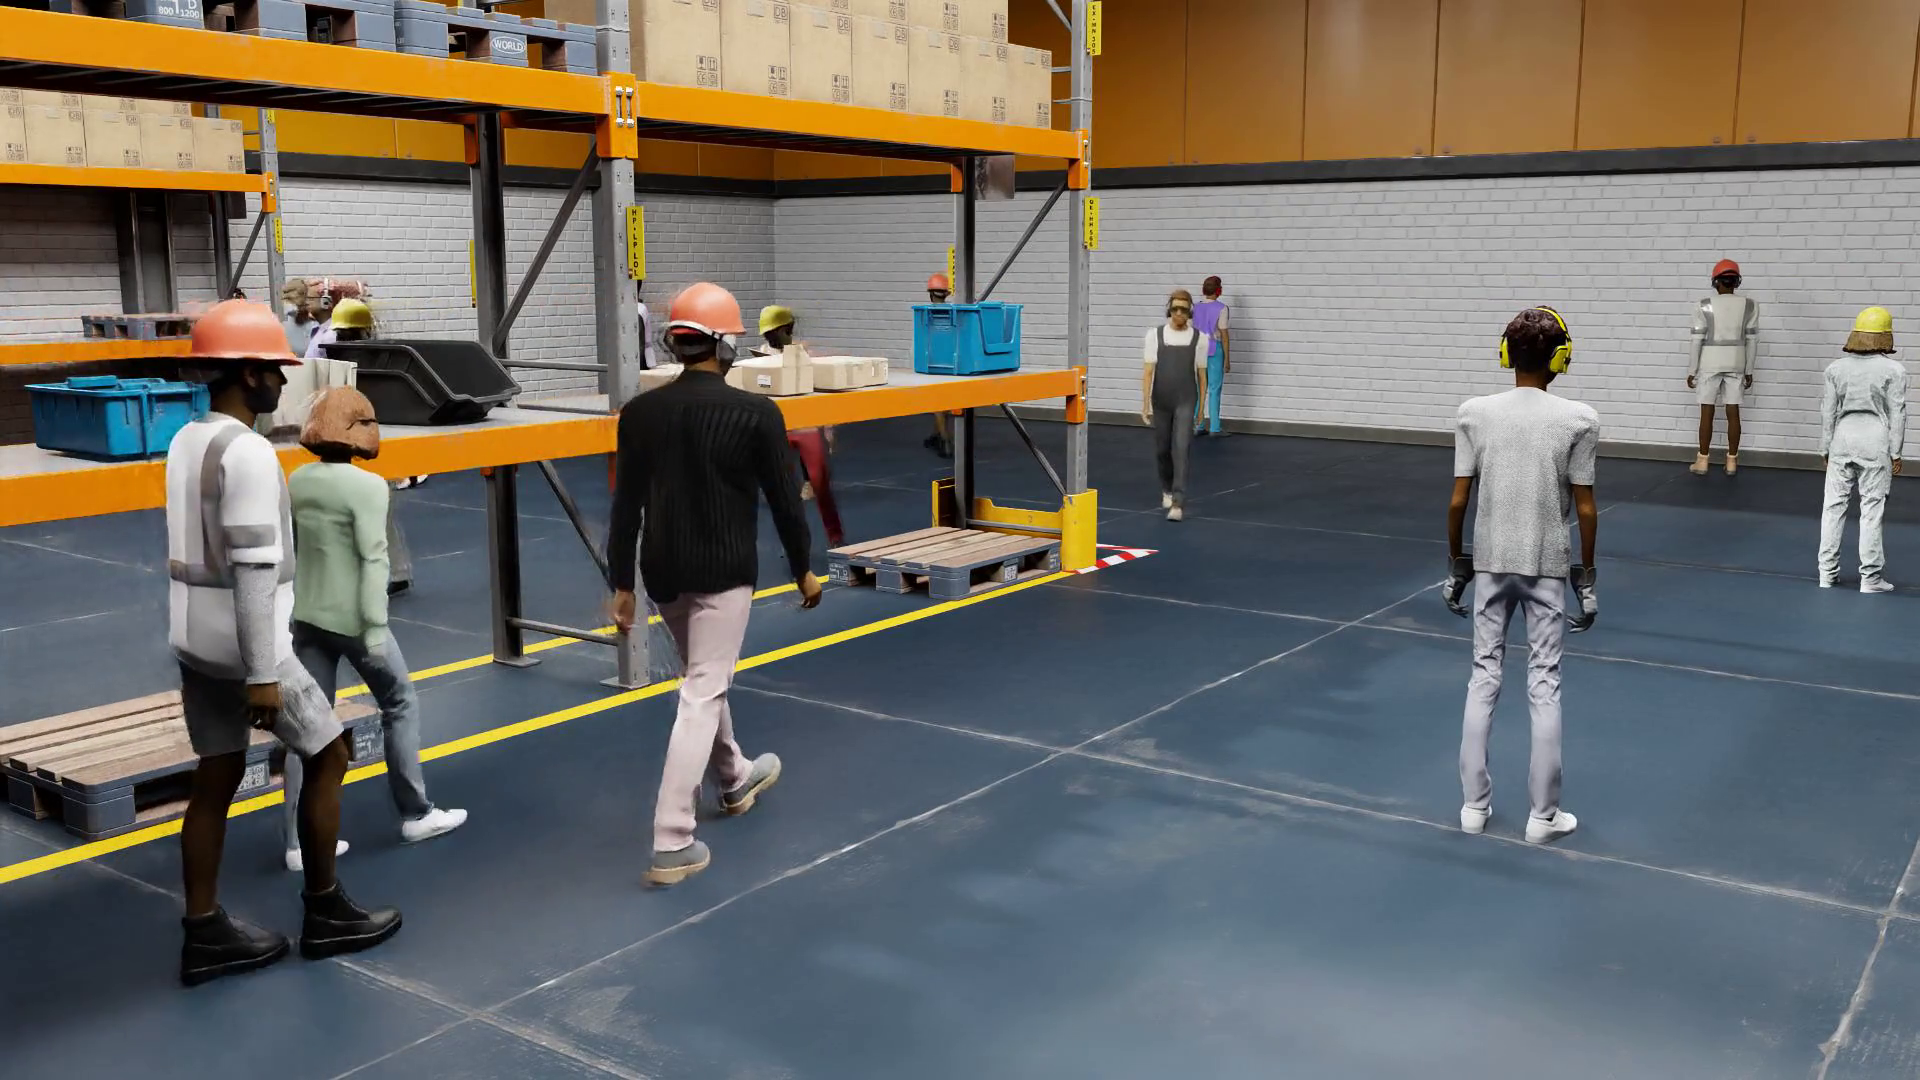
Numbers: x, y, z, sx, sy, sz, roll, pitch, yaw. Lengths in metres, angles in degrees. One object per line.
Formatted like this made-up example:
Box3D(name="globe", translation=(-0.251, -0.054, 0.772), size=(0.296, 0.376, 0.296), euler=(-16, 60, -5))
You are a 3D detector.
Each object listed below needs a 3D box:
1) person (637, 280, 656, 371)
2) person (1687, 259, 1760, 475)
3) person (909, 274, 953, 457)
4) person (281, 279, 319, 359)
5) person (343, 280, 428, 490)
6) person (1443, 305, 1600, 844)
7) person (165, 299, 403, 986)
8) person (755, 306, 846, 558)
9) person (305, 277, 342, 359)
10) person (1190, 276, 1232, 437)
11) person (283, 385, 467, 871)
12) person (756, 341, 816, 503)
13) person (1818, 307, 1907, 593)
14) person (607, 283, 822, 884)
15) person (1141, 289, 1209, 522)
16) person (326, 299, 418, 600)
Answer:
Box3D(name="person", translation=(-3.231, -1.714, 16.610), size=(0.392, 1.920, 0.591), euler=(-2, 10, -13))
Box3D(name="person", translation=(7.208, -1.632, 15.763), size=(0.607, 2.040, 0.378), euler=(2, 10, 9))
Box3D(name="person", translation=(-0.229, -1.823, 17.373), size=(0.559, 1.888, 0.997), euler=(-4, 10, -23))
Box3D(name="person", translation=(-4.813, -0.953, 12.174), size=(0.644, 1.881, 1.032), euler=(4, 10, 23))
Box3D(name="person", translation=(-5.212, -1.324, 14.475), size=(0.688, 1.852, 1.003), euler=(9, 13, 42))
Box3D(name="person", translation=(1.962, 0.122, 5.825), size=(0.526, 1.869, 0.315), euler=(6, 11, 31))
Box3D(name="person", translation=(-1.950, 0.279, 4.752), size=(0.584, 1.909, 0.759), euler=(9, 13, 43))
Box3D(name="person", translation=(-1.102, -0.721, 11.266), size=(0.644, 1.722, 0.384), euler=(1, 10, 7))
Box3D(name="person", translation=(-4.289, -0.826, 11.354), size=(0.406, 1.911, 0.638), euler=(-4, 11, -25))
Box3D(name="person", translation=(2.870, -2.101, 19.119), size=(0.382, 1.849, 0.571), euler=(-7, 12, -38))
Box3D(name="person", translation=(-2.038, 0.279, 5.667), size=(0.513, 1.598, 0.739), euler=(6, 11, 30))
Box3D(name="person", translation=(-1.499, -1.087, 13.693), size=(0.538, 1.640, 0.899), euler=(6, 11, 32))
Box3D(name="person", translation=(5.538, -0.552, 10.208), size=(0.297, 1.745, 0.484), euler=(-8, 12, -39))
Box3D(name="person", translation=(-0.839, 0.112, 5.668), size=(0.621, 1.944, 1.006), euler=(4, 10, 24))
Box3D(name="person", translation=(1.715, -1.087, 13.226), size=(0.507, 1.817, 0.936), euler=(2, 10, 13))
Box3D(name="person", translation=(-3.546, -0.486, 9.642), size=(0.624, 1.795, 0.887), euler=(6, 11, 30))
